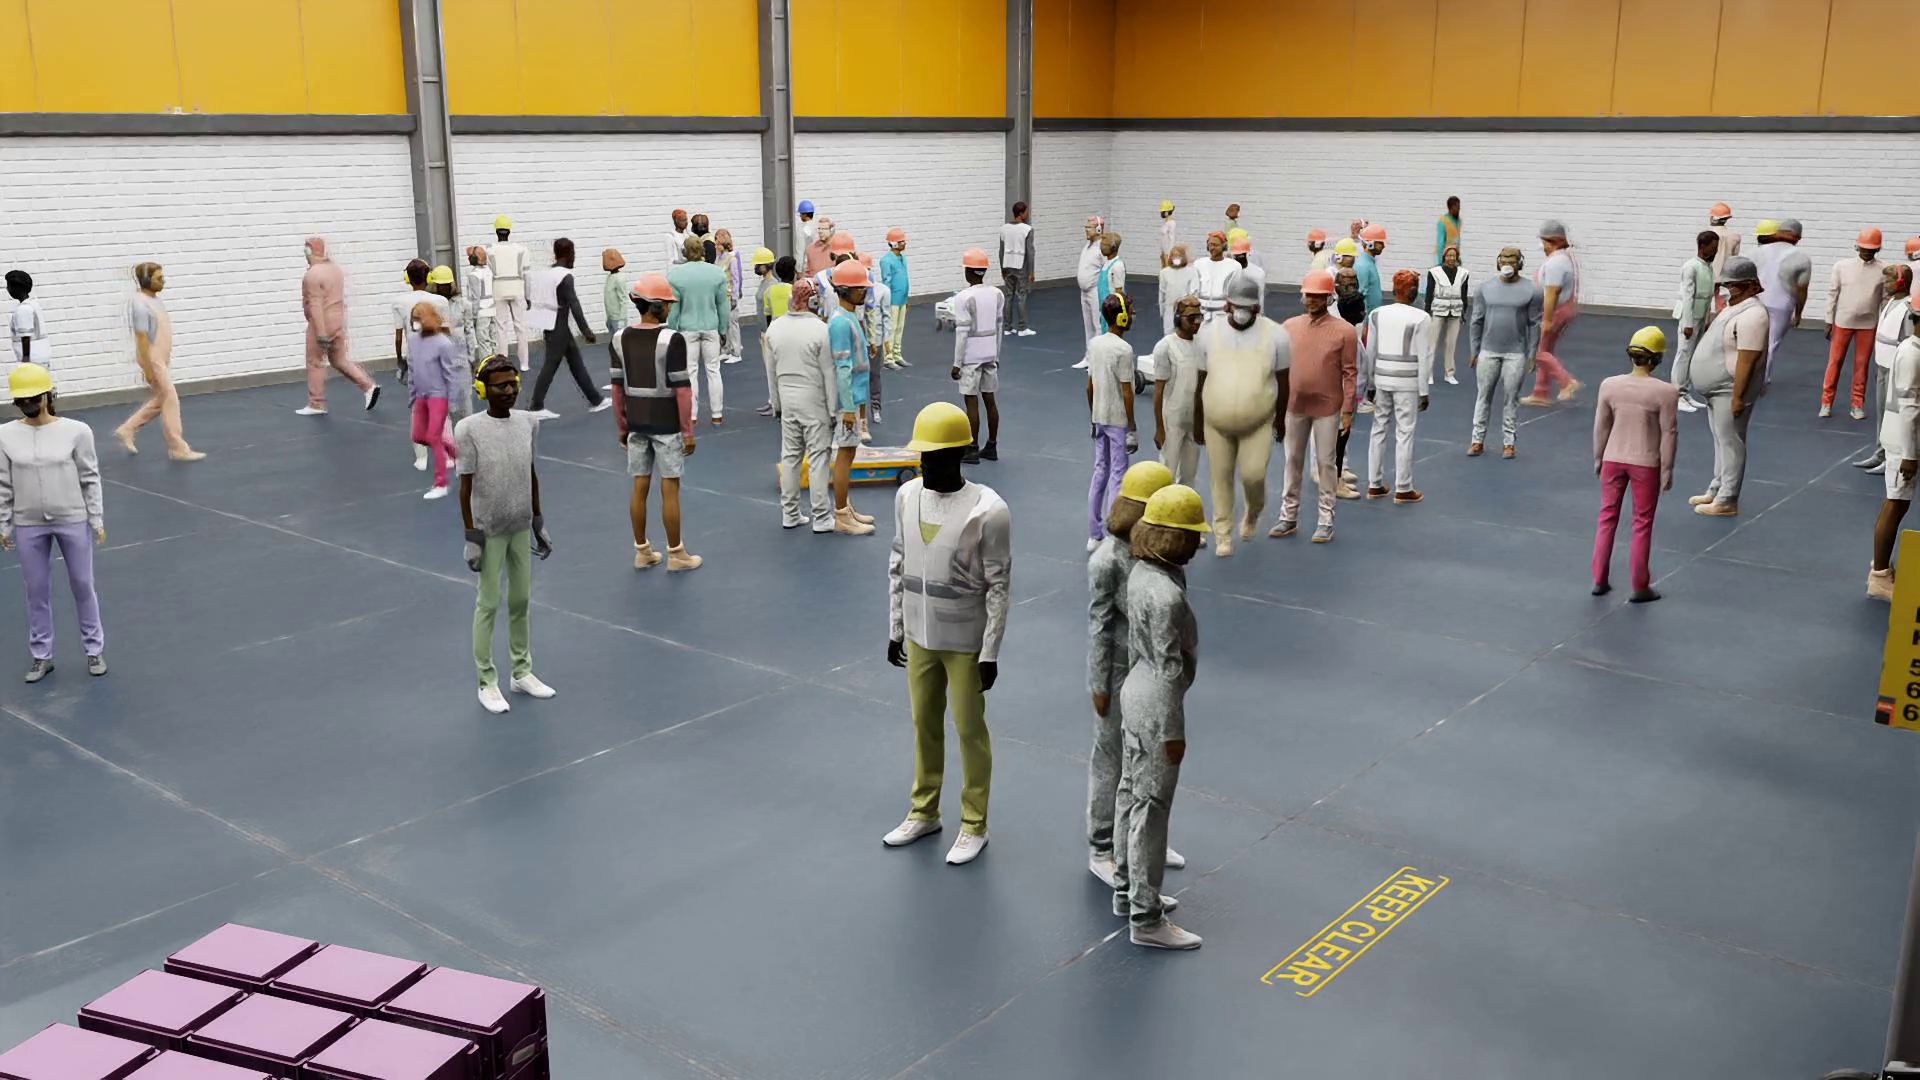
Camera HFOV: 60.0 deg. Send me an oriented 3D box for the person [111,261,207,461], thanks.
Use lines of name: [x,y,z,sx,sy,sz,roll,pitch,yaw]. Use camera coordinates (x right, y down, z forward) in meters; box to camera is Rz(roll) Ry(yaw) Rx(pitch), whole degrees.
person: [-7.319,-1.602,15.020,0.738,1.827,0.515,-3,14,-12]

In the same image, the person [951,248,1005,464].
person: [0.141,-1.650,14.978,0.542,1.939,0.359,-12,19,-41]

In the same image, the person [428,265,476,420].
person: [-4.793,-1.707,15.621,0.480,1.734,0.334,-5,15,-20]

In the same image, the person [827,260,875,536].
person: [-0.809,-1.057,12.393,0.373,2.043,0.615,0,14,-2]

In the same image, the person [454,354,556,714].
person: [-2.366,-0.046,8.702,0.335,1.873,0.520,12,18,39]

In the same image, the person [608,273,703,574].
person: [-2.064,-0.783,11.308,0.605,2.038,0.394,6,15,24]

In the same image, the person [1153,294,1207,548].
person: [1.590,-0.833,11.899,0.518,1.844,0.329,-11,18,-37]

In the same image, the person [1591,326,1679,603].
person: [4.328,-0.486,10.673,0.326,1.767,0.533,-13,19,-43]

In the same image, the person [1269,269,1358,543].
person: [2.575,-0.978,12.167,0.623,1.995,0.384,9,17,32]

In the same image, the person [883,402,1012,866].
person: [-0.063,0.382,6.875,0.587,1.928,0.363,10,17,35]

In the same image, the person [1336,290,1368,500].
person: [3.168,-1.190,13.627,0.318,1.697,0.533,2,14,8]

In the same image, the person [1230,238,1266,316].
person: [3.226,-2.603,19.180,0.569,1.743,0.350,10,17,35]

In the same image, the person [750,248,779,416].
person: [-2.021,-2.183,17.478,0.340,1.760,0.530,-4,15,-17]

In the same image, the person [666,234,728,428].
person: [-2.641,-2.093,16.747,0.628,1.939,0.373,-5,15,-21]

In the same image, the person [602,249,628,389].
person: [-3.939,-2.509,19.024,0.276,1.632,0.507,-8,16,-30]

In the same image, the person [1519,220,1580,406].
person: [6.349,-2.435,17.904,0.603,2.000,0.706,6,15,22]

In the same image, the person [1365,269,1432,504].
person: [3.536,-1.238,13.440,0.352,1.881,0.576,-12,19,-41]

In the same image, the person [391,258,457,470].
person: [-4.722,-1.549,14.715,0.511,1.869,0.329,-3,14,-12]

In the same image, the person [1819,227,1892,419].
person: [9.306,-2.247,17.263,0.609,1.985,0.398,5,15,21]

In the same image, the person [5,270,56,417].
person: [-8.734,-1.696,15.672,0.319,1.688,0.540,-5,15,-19]

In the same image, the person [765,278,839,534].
person: [-1.129,-1.002,12.448,0.652,1.906,0.409,9,17,33]

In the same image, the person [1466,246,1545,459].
person: [4.979,-1.714,15.229,0.629,1.940,0.379,6,15,24]

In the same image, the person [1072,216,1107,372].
person: [1.652,-3.038,20.583,0.407,1.910,0.638,-6,15,-22]

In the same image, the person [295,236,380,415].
person: [-6.607,-2.248,17.496,0.768,1.870,0.660,3,14,11]

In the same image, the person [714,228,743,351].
person: [-3.192,-3.383,22.508,0.523,1.638,0.309,3,14,11]

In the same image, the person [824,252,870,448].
person: [-1.031,-1.715,15.373,0.532,1.870,0.316,12,19,40]

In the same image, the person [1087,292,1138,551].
person: [1.097,-0.813,11.769,0.329,1.872,0.511,-8,16,-30]

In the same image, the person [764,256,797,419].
person: [-1.777,-2.075,17.166,0.535,1.697,0.318,8,16,30]

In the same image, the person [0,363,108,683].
person: [-4.971,-0.089,9.102,0.538,1.764,0.346,-5,15,-19]

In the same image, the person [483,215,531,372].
person: [-5.573,-3.010,20.443,0.595,1.920,0.378,-7,16,-26]

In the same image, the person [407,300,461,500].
person: [-4.303,-1.170,13.683,0.509,1.611,0.535,9,16,31]

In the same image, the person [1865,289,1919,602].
person: [6.092,-0.614,10.630,0.380,2.042,0.607,8,16,29]
